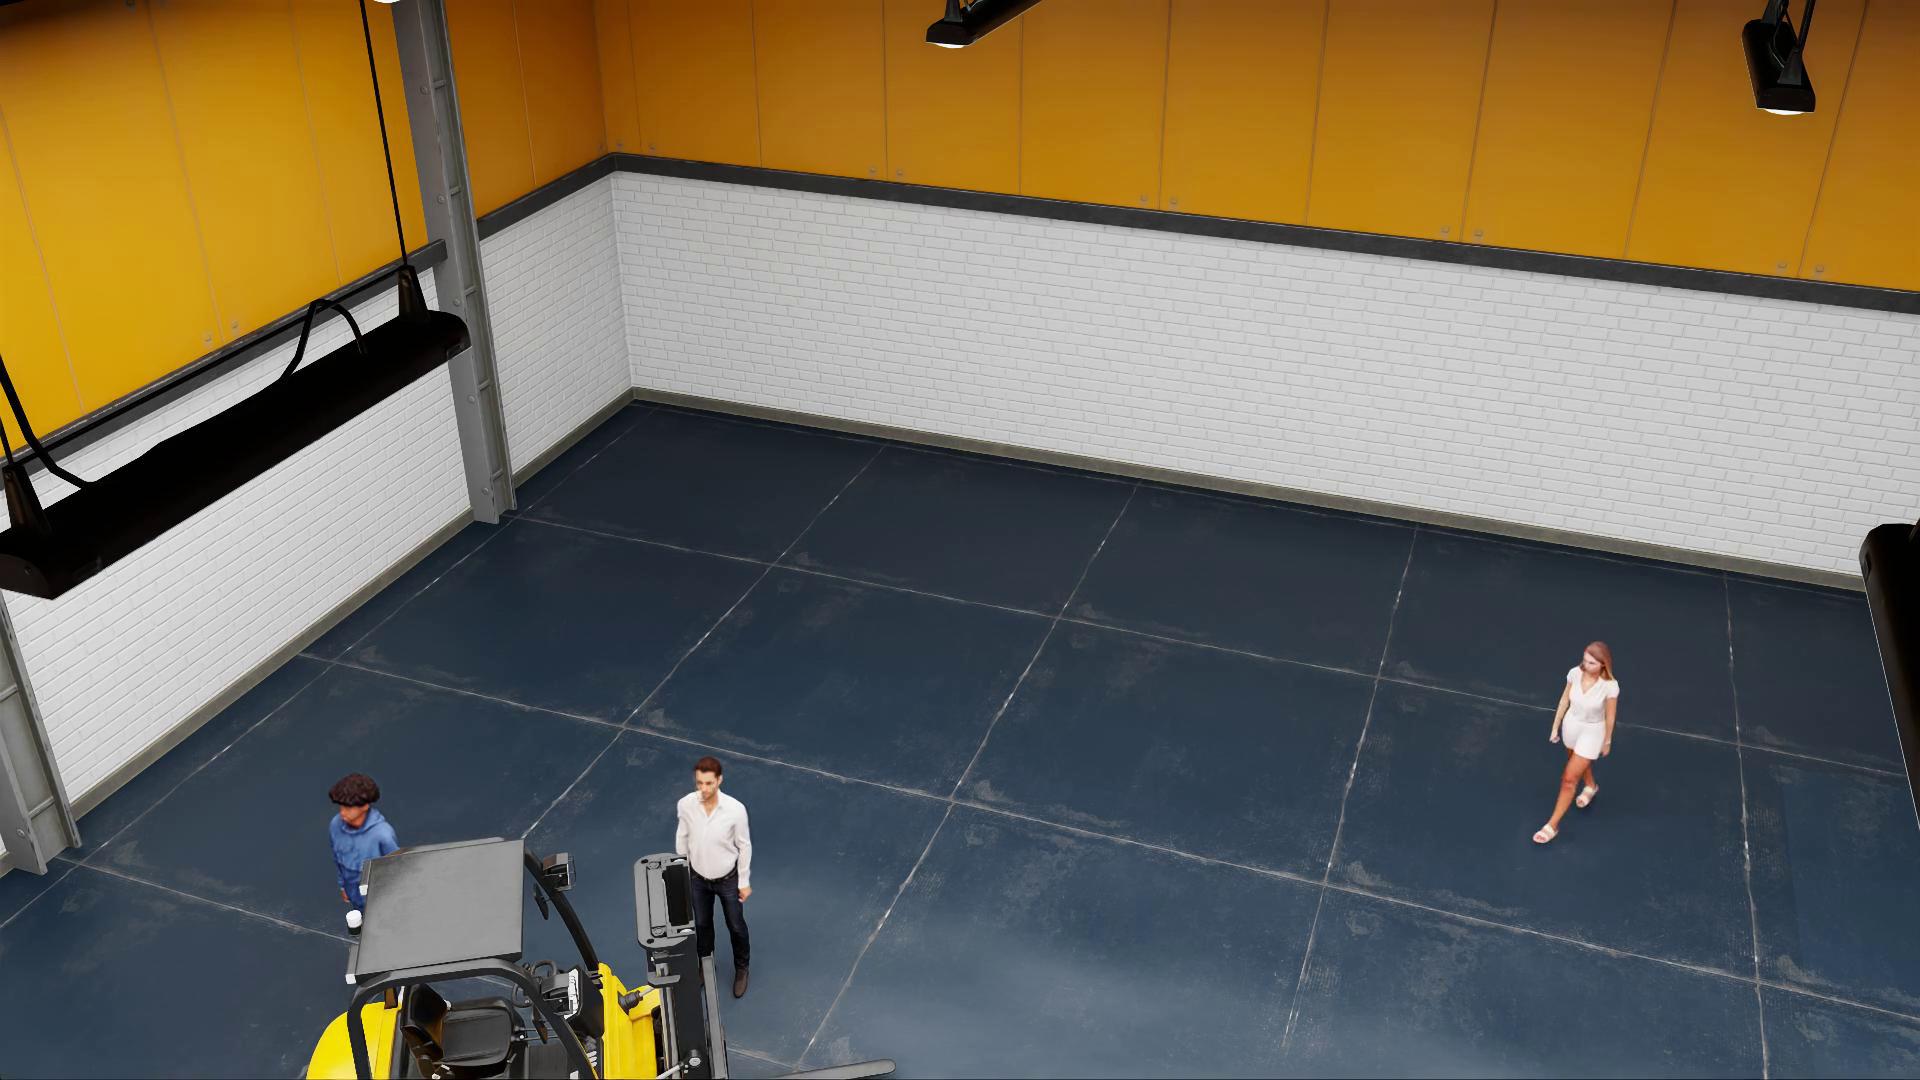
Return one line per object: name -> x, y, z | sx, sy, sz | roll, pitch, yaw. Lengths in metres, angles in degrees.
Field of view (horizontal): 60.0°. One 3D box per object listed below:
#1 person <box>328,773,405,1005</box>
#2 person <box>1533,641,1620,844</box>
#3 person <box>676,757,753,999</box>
person -> -3.892, 2.310, 11.069 | 0.672, 1.808, 0.541 | 9, 30, 16
person -> 4.824, 1.473, 12.770 | 1.199, 1.648, 0.973 | -21, 35, -34
person -> -1.638, 2.238, 11.136 | 0.693, 1.871, 0.596 | 5, 29, 8
